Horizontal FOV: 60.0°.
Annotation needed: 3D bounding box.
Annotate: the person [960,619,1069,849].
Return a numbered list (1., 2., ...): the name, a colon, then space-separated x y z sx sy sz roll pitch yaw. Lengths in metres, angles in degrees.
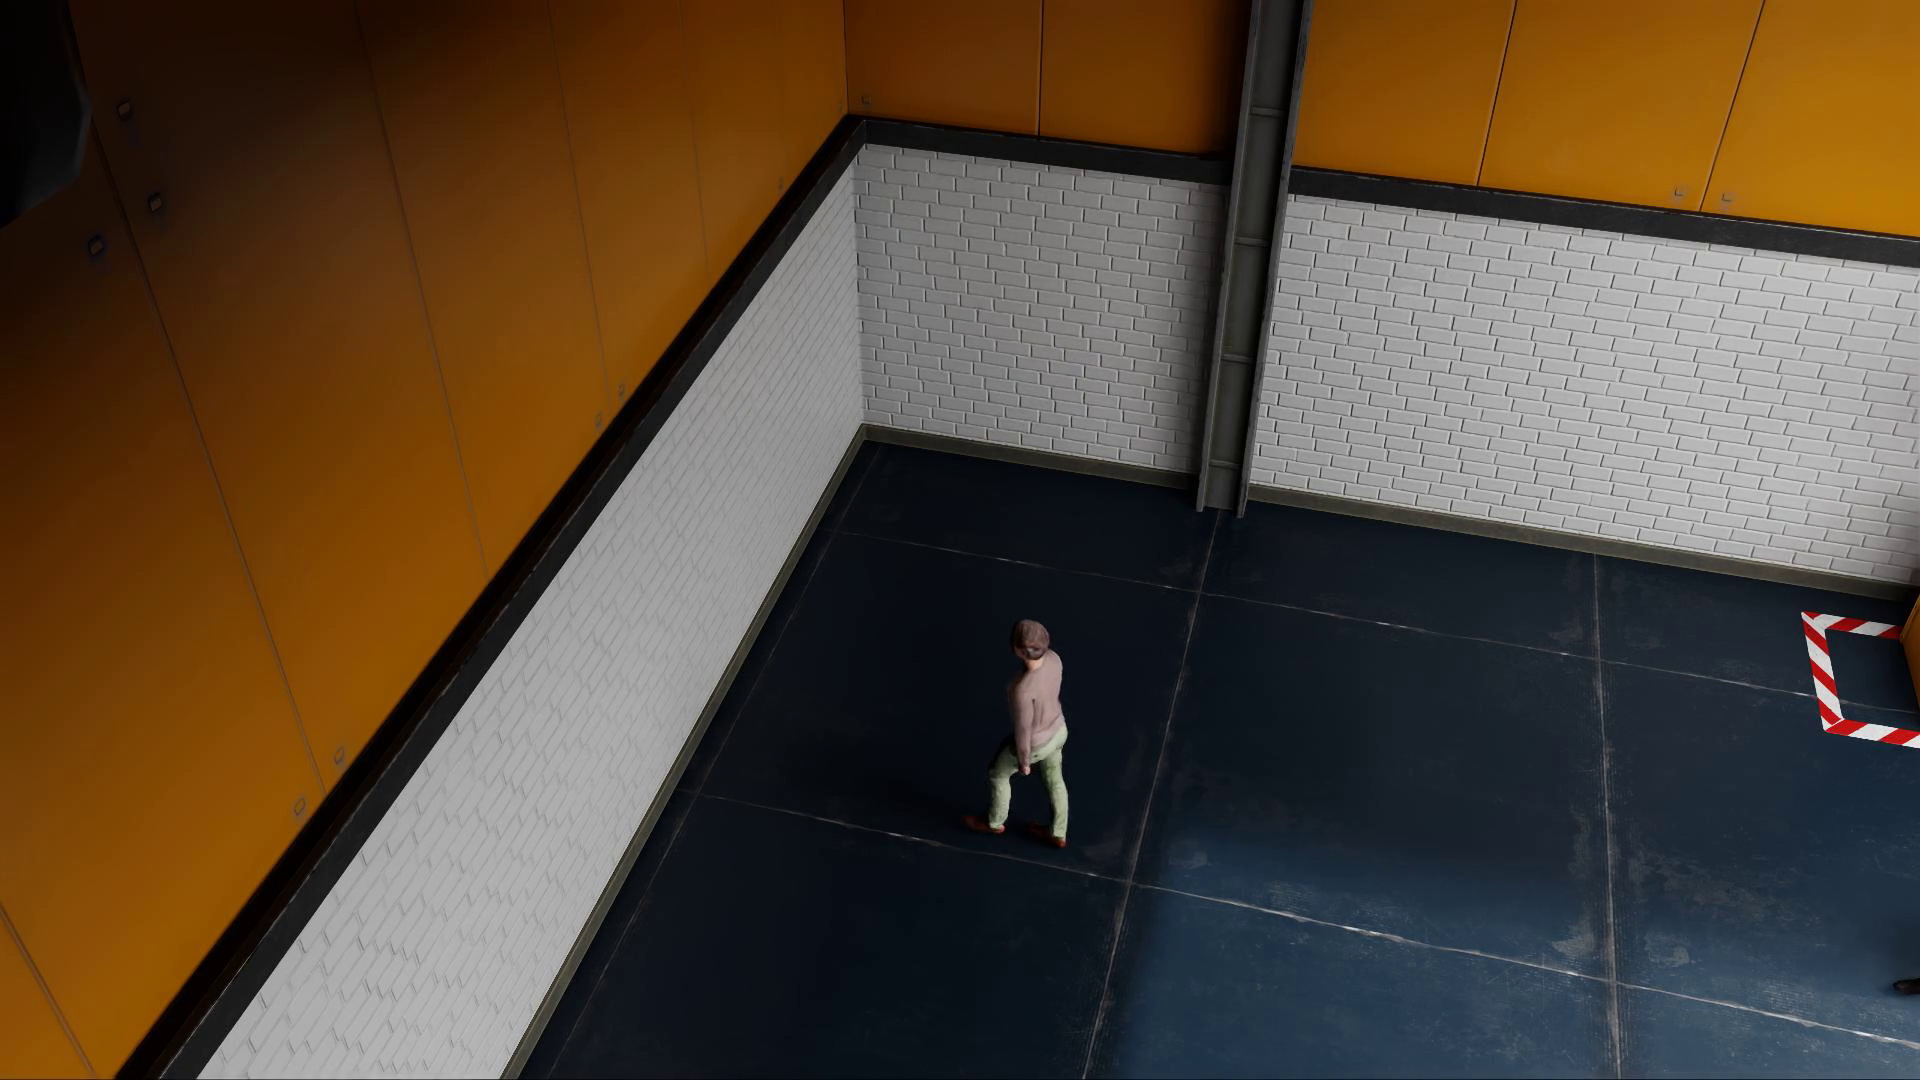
1. person: 0.555 1.284 10.450 1.027 1.844 0.860 24 45 27
